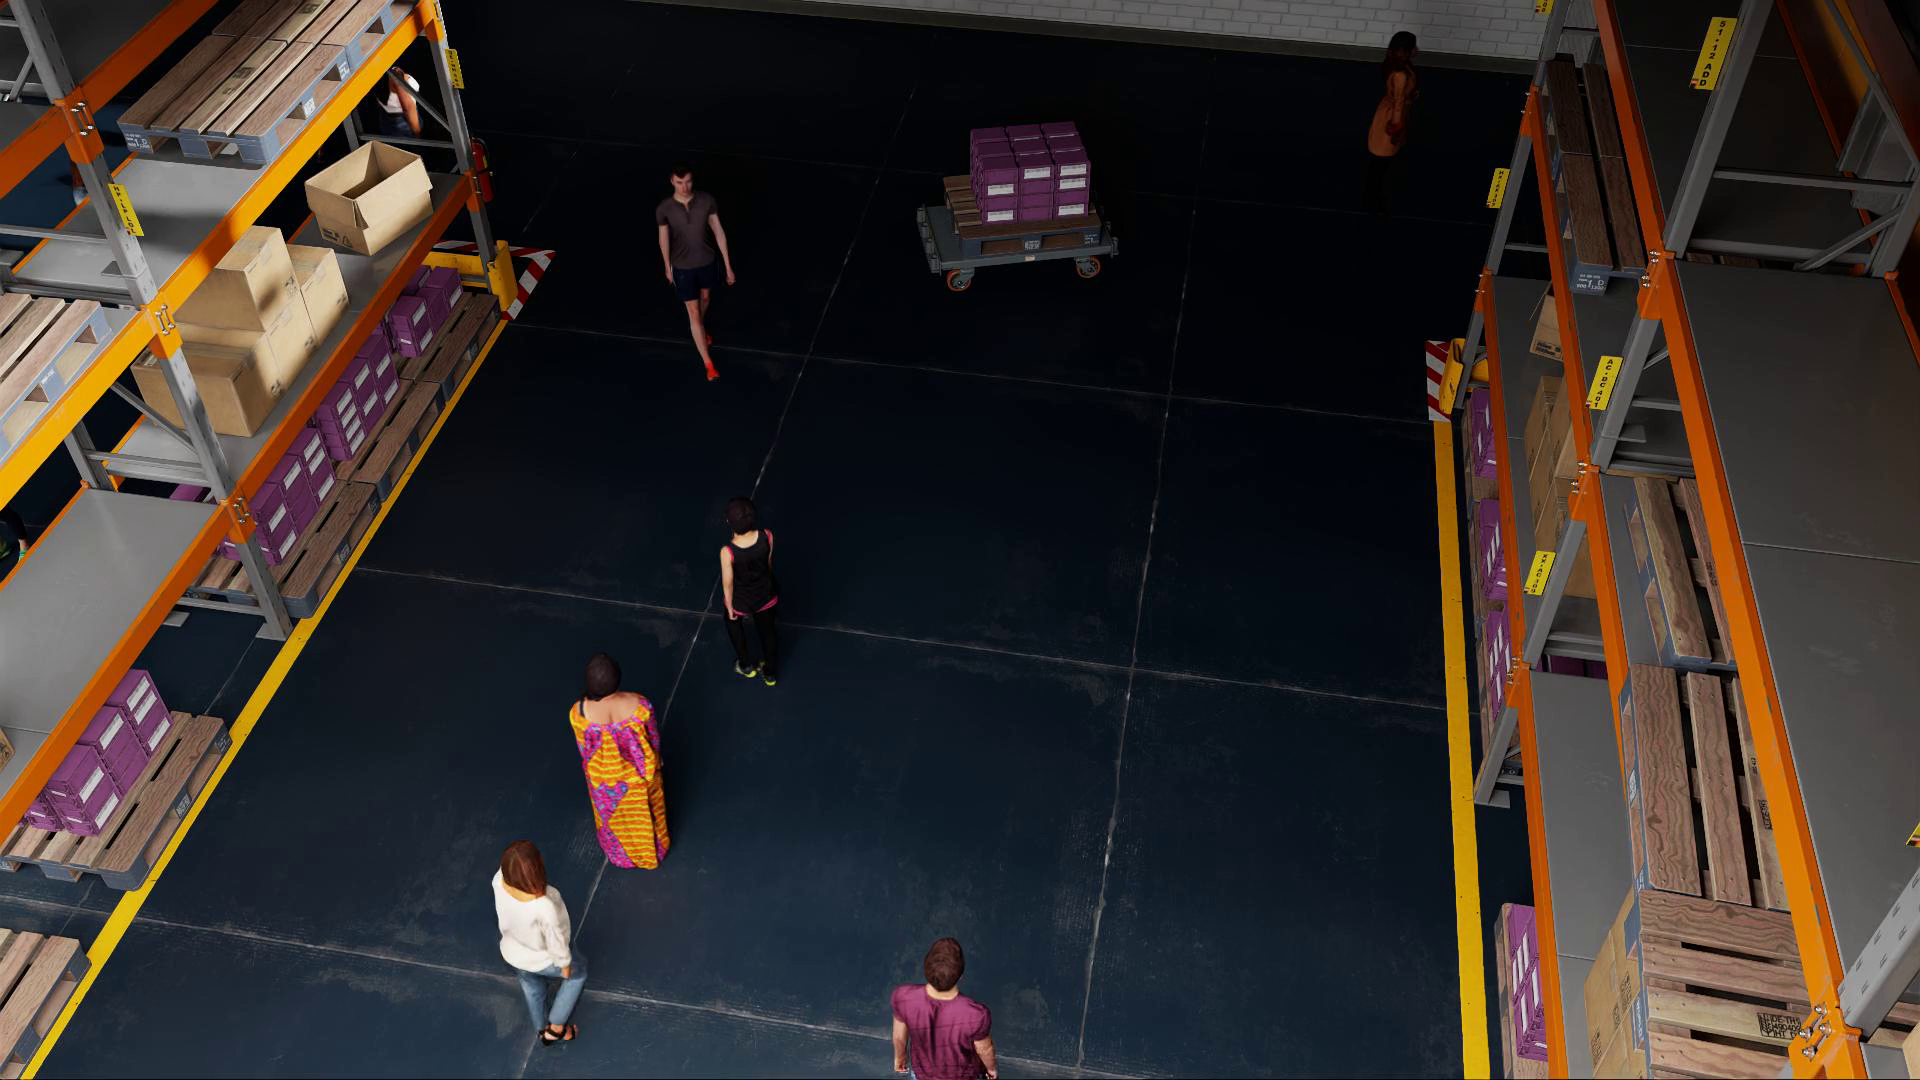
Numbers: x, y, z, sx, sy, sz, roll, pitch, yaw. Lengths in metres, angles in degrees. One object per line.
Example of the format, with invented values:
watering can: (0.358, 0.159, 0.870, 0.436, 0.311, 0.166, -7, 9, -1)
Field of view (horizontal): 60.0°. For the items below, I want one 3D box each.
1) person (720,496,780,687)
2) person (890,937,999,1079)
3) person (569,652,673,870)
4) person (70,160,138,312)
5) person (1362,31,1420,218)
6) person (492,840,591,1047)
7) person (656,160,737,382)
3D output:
person: (-1.303, 0.386, 10.668, 0.648, 1.541, 0.701, -20, 47, -20)
person: (-0.096, 2.612, 8.115, 0.730, 1.839, 0.789, 14, 45, 14)
person: (-1.980, 1.261, 9.652, 0.755, 1.674, 0.781, -8, 44, -9)
person: (-7.086, -2.573, 13.823, 0.620, 1.472, 0.436, 10, 45, 10)
person: (3.842, -3.728, 14.856, 0.724, 1.719, 0.504, 7, 44, 7)
person: (-2.253, 2.188, 8.680, 0.712, 1.672, 0.703, 19, 47, 19)
person: (-2.123, -2.237, 13.228, 1.068, 1.806, 1.240, -17, 46, -17)
